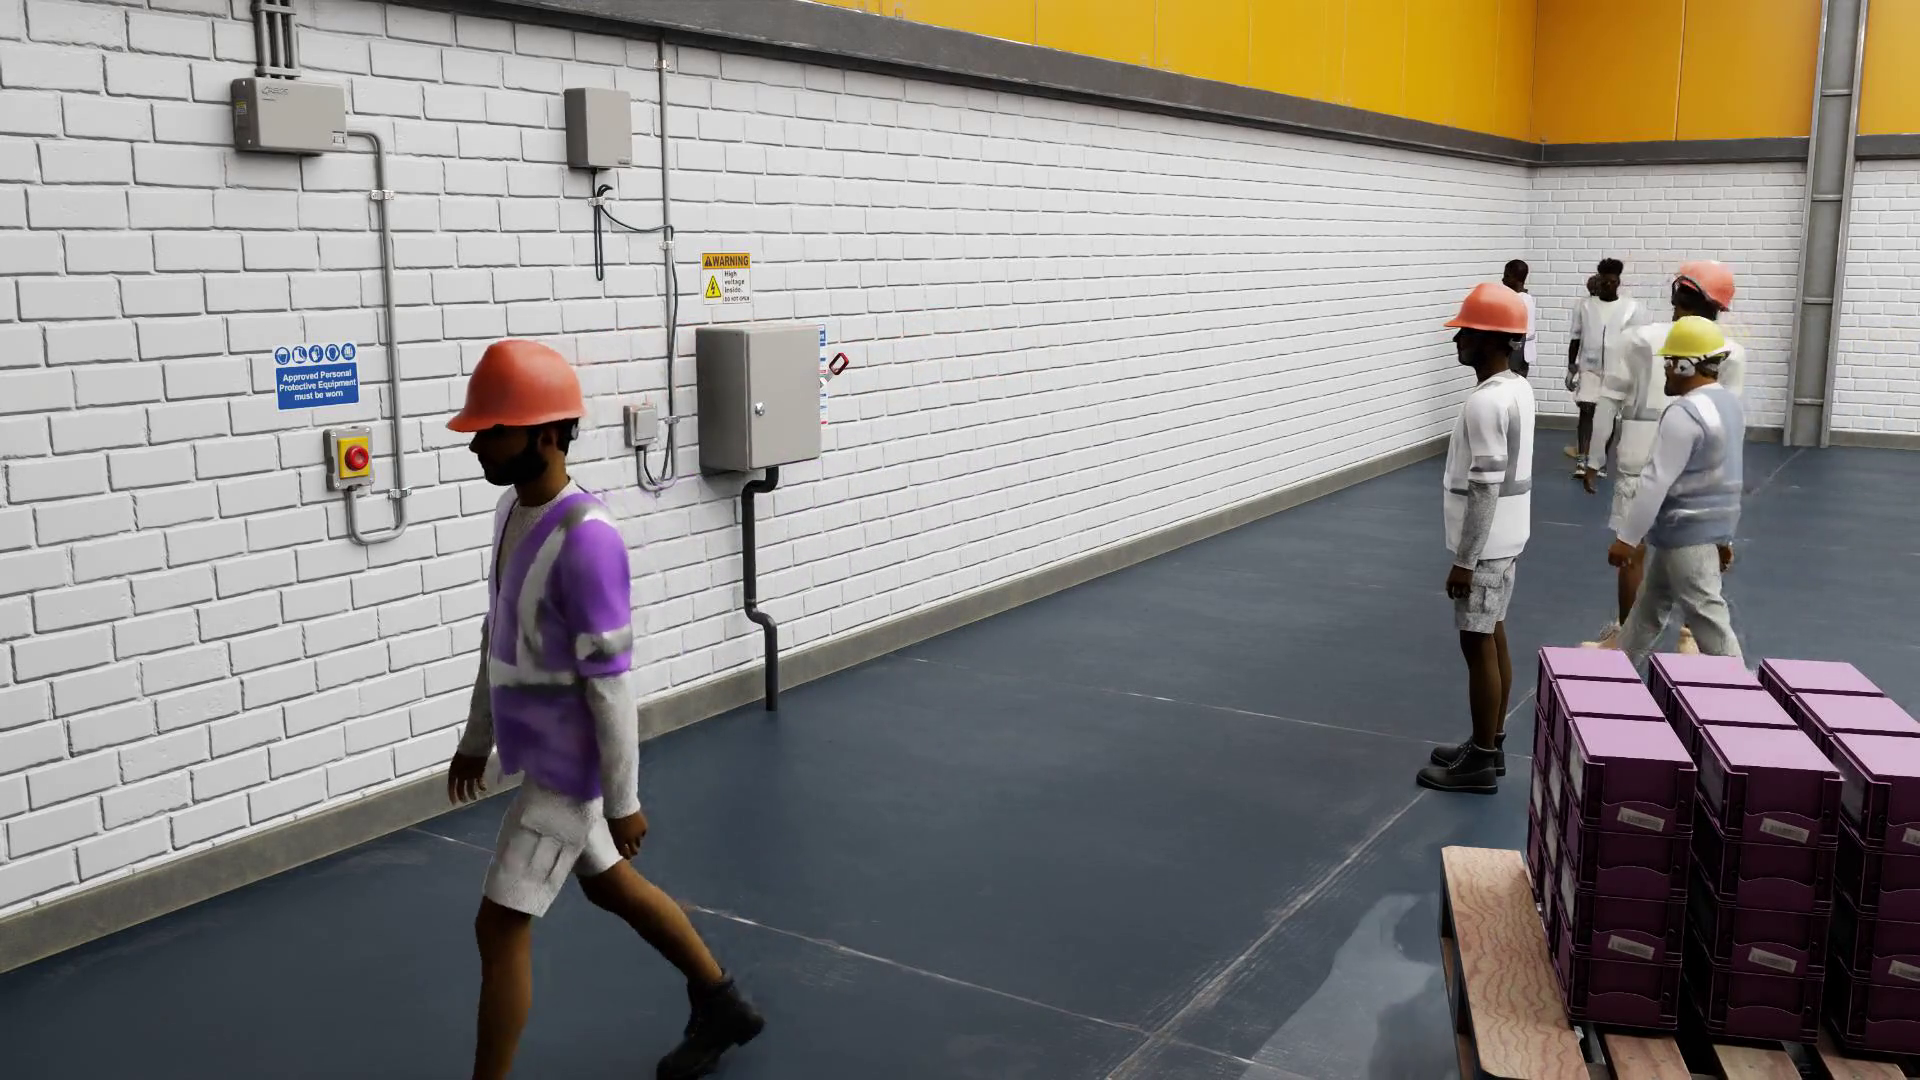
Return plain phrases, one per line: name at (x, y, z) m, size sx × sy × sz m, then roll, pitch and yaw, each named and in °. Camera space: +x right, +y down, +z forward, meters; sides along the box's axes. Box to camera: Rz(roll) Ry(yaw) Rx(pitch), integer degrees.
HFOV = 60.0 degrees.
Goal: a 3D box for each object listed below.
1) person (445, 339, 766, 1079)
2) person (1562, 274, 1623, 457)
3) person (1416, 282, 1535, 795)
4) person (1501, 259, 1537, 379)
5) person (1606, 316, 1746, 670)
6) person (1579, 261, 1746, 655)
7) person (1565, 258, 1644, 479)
person at (-0.886, 0.475, 3.873) m, size 0.991 × 1.896 × 0.558 m, roll -5°, pitch 12°, yaw -27°
person at (6.202, -1.612, 15.756) m, size 0.762 × 1.793 × 0.870 m, roll -1°, pitch 10°, yaw -5°
person at (1.981, 0.000, 6.344) m, size 0.350 × 1.942 × 0.545 m, roll 5°, pitch 12°, yaw 27°
person at (5.247, -1.677, 15.699) m, size 0.375 × 1.917 × 0.598 m, roll 4°, pitch 11°, yaw 20°
person at (3.043, -0.055, 7.089) m, size 0.934 × 1.783 × 0.588 m, roll 8°, pitch 13°, yaw 39°
person at (3.448, -0.352, 8.169) m, size 0.718 × 1.998 × 0.412 m, roll 2°, pitch 10°, yaw 12°
person at (5.626, -1.481, 14.554) m, size 0.641 × 1.932 × 0.871 m, roll 4°, pitch 11°, yaw 23°
